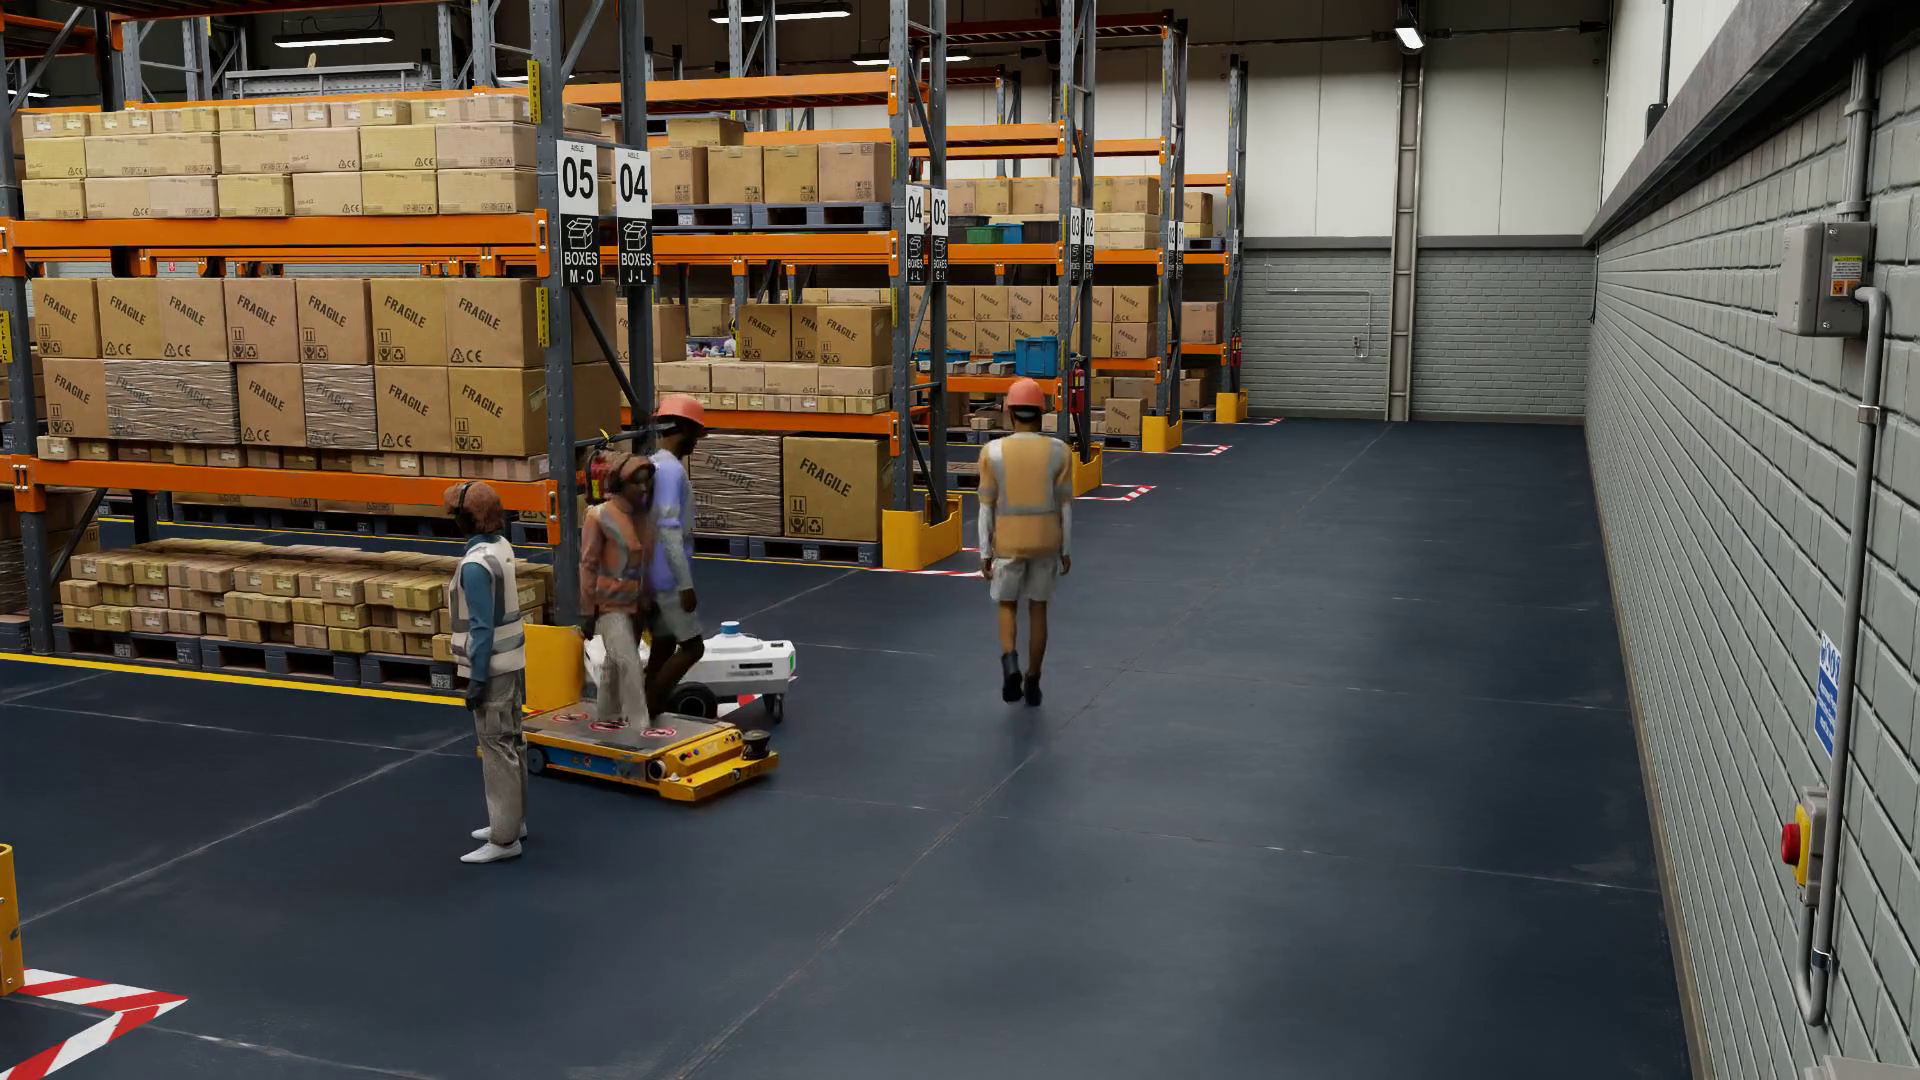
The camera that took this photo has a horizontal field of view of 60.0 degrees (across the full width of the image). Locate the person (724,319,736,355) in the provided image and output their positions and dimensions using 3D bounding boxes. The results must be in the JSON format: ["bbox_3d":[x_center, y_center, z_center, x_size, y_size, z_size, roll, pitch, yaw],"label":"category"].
[{"bbox_3d":[-3.201,-2.262,23.970,0.329,1.872,0.511,3,10,19],"label":"person"}]

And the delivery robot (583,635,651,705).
[{"bbox_3d":[-1.902,0.693,9.327,0.477,0.478,0.707,-3,10,-20],"label":"delivery robot"}]

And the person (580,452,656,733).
[{"bbox_3d":[-1.609,0.359,8.375,0.752,1.605,0.541,5,10,29],"label":"person"}]

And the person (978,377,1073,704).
[{"bbox_3d":[0.375,0.030,9.547,0.545,1.920,0.546,0,9,1],"label":"person"}]

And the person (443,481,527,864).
[{"bbox_3d":[-2.009,0.558,7.098,0.314,1.636,0.514,-1,9,-4],"label":"person"}]

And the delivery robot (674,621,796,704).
[{"bbox_3d":[-1.275,0.699,9.288,0.707,0.478,0.477,-2,9,-12],"label":"delivery robot"}]

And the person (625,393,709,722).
[{"bbox_3d":[-1.498,0.194,8.599,0.509,1.882,0.589,-4,10,-23],"label":"person"}]

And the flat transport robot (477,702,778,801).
[{"bbox_3d":[-1.684,1.033,8.382,1.431,0.197,0.652,5,11,30],"label":"flat transport robot"}]
